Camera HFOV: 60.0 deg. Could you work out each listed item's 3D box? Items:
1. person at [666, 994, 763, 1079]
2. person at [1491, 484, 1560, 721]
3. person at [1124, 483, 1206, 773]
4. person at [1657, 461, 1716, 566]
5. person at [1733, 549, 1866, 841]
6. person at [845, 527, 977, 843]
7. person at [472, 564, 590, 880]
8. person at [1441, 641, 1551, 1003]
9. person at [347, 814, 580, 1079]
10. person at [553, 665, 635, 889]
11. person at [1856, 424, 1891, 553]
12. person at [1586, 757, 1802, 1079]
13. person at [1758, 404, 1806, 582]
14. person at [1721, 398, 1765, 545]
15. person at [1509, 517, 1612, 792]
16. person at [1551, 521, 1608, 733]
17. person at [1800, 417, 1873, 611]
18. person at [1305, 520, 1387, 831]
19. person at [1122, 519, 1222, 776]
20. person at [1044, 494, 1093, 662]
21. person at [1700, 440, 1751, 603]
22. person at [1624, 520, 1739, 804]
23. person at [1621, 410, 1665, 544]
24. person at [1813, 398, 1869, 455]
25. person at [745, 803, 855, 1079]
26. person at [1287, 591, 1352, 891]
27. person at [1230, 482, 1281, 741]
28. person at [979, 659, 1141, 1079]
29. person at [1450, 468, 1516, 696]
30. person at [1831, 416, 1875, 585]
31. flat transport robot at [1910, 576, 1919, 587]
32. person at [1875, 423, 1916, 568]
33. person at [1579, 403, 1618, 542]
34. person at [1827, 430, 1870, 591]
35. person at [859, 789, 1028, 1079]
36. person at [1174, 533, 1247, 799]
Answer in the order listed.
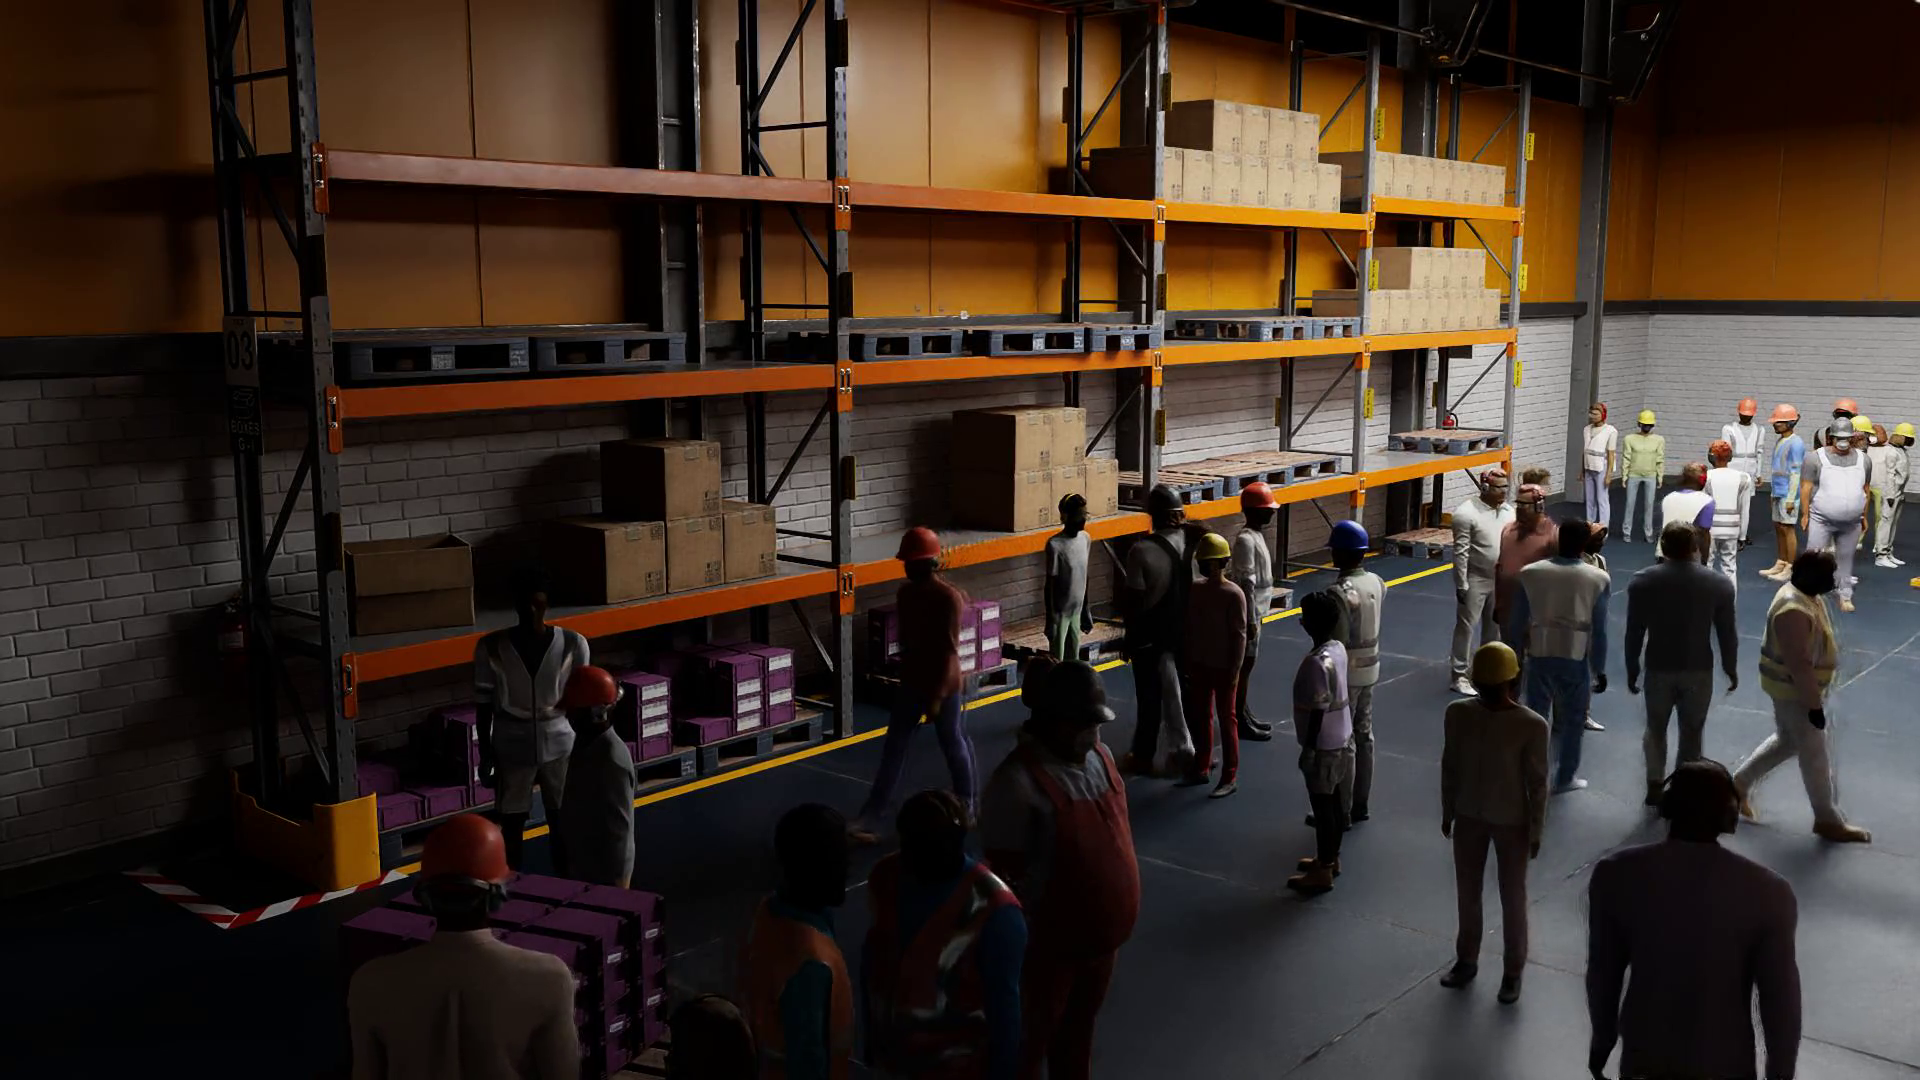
[{"bbox_3d":[-0.527,1.925,3.806,0.504,1.841,0.344,-7,11,-37],"label":"person"},{"bbox_3d":[4.293,0.522,12.638,0.401,1.910,0.642,-5,10,-27],"label":"person"},{"bbox_3d":[1.431,0.603,11.690,0.681,2.000,0.535,-3,9,-21],"label":"person"},{"bbox_3d":[6.508,0.202,14.996,0.528,1.814,0.601,-3,9,-21],"label":"person"},{"bbox_3d":[5.223,0.942,10.319,0.890,1.795,0.686,5,10,32],"label":"person"},{"bbox_3d":[-0.273,0.899,10.079,1.036,1.937,0.619,-9,12,-44],"label":"person"},{"bbox_3d":[-2.238,1.096,8.748,0.607,1.967,0.367,-3,9,-17],"label":"person"},{"bbox_3d":[2.526,1.334,7.923,0.520,1.752,0.373,8,12,41],"label":"person"},{"bbox_3d":[-1.348,1.733,4.604,0.613,1.984,0.419,-2,9,-10],"label":"person"},{"bbox_3d":[-1.619,1.411,7.397,0.323,1.752,0.562,-5,10,-28],"label":"person"},{"bbox_3d":[11.582,-0.654,21.100,0.269,1.632,0.504,-8,12,-41],"label":"person"},{"bbox_3d":[2.358,1.649,5.402,0.645,1.931,0.581,5,10,30],"label":"person"},{"bbox_3d":[9.435,-0.539,19.091,0.410,2.035,0.610,1,9,7],"label":"person"},{"bbox_3d":[10.178,-0.886,21.657,0.543,1.927,0.375,1,9,6],"label":"person"},{"bbox_3d":[3.950,0.795,11.036,0.644,1.880,0.608,4,10,25],"label":"person"},{"bbox_3d":[4.714,0.664,12.621,0.514,1.634,0.313,-6,11,-35],"label":"person"},{"bbox_3d":[9.115,-0.265,17.287,0.689,2.000,0.539,2,9,10],"label":"person"},{"bbox_3d":[2.427,0.843,10.436,0.388,1.947,0.611,7,12,40],"label":"person"},{"bbox_3d":[1.496,0.742,11.600,0.583,1.785,0.871,-7,11,-37],"label":"person"},{"bbox_3d":[0.805,0.561,12.589,0.375,1.856,0.525,7,11,37],"label":"person"},{"bbox_3d":[7.477,-0.050,16.426,0.579,1.880,0.360,1,9,5],"label":"person"},{"bbox_3d":[4.617,0.828,10.654,0.681,1.917,0.455,4,10,26],"label":"person"},{"bbox_3d":[8.946,-0.825,21.803,0.525,1.762,0.339,2,9,13],"label":"person"},{"bbox_3d":[10.610,-0.690,20.076,0.613,2.031,0.404,8,12,42],"label":"person"},{"bbox_3d":[-0.523,1.712,5.055,0.904,1.889,0.603,-2,9,-14],"label":"person"},{"bbox_3d":[2.039,1.128,9.395,0.322,1.699,0.536,4,10,26],"label":"person"},{"bbox_3d":[2.206,0.528,12.507,0.358,1.938,0.542,2,9,13],"label":"person"},{"bbox_3d":[0.421,1.440,6.292,0.536,2.000,0.688,8,12,41],"label":"person"},{"bbox_3d":[4.378,0.344,13.826,0.648,1.901,0.401,-4,10,-23],"label":"person"},{"bbox_3d":[10.112,-0.454,18.900,0.398,1.920,0.586,5,10,27],"label":"person"},{"bbox_3d":[11.371,0.396,18.709,1.431,0.197,0.652,-6,11,-36],"label":"flat transport robot"},{"bbox_3d":[11.296,-0.542,20.052,0.483,1.738,0.312,-8,12,-43],"label":"person"},{"bbox_3d":[8.433,-0.891,21.970,0.394,1.839,0.561,-3,9,-18],"label":"person"},{"bbox_3d":[9.657,-0.313,18.308,0.648,1.827,0.576,2,9,11],"label":"person"},{"bbox_3d":[-0.037,1.673,5.516,0.638,1.820,0.720,8,12,41],"label":"person"},{"bbox_3d":[1.677,0.830,11.107,0.311,1.768,0.531,-6,11,-36],"label":"person"}]
